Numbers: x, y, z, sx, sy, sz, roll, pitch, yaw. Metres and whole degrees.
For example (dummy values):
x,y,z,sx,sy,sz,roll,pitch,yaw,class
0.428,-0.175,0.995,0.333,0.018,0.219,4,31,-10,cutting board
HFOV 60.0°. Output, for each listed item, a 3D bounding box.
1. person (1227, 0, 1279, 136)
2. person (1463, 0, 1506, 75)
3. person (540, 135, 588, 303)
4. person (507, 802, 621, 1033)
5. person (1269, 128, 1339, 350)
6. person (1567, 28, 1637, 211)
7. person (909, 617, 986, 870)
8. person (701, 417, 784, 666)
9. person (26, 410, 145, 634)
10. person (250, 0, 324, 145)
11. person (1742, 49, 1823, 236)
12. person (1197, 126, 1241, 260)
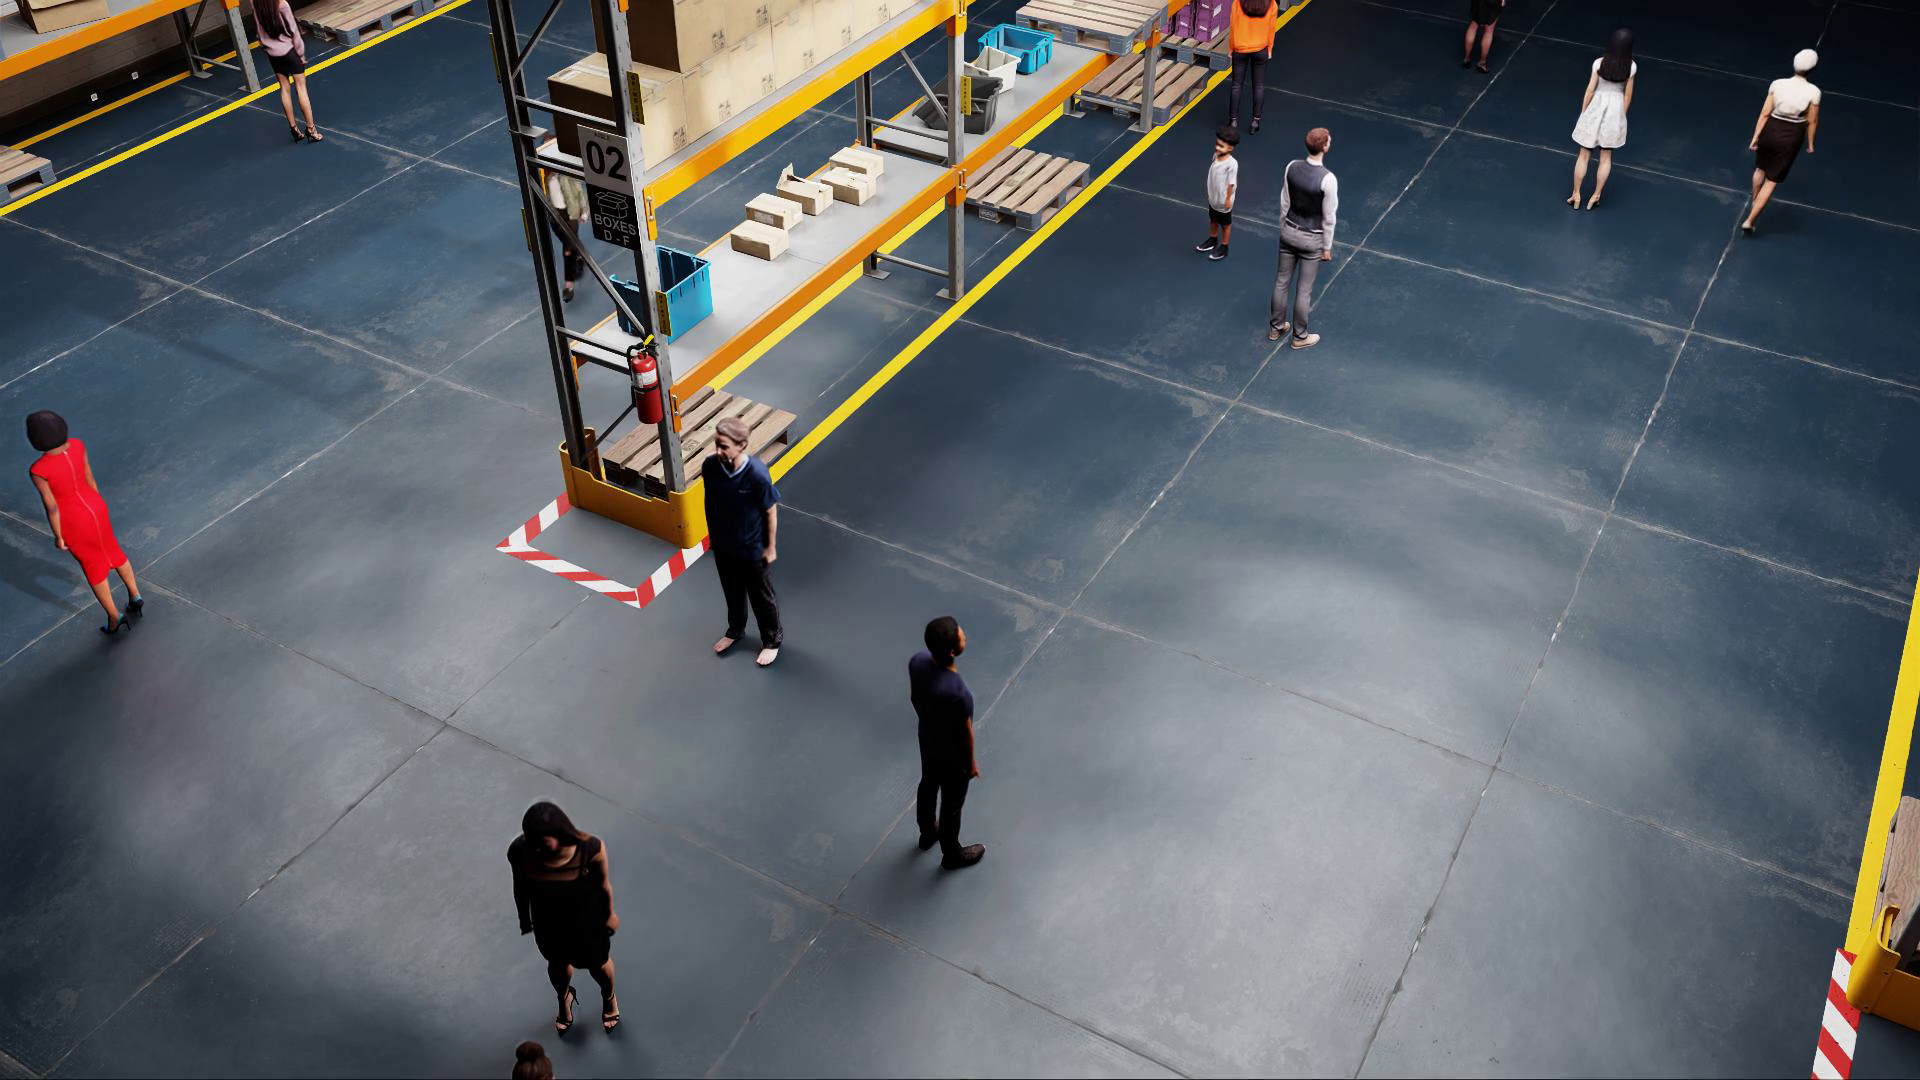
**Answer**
x,y,z,sx,sy,sz,roll,pitch,yaw,class
2.982,-5.022,17.082,0.699,1.748,0.688,4,39,5,person
5.824,-6.000,18.340,0.589,1.706,0.637,-31,48,-33,person
-3.494,-2.894,14.665,0.870,1.439,1.099,3,39,4,person
-1.978,1.917,8.419,0.764,1.716,0.775,0,39,0,person
2.843,-2.514,13.789,0.717,1.938,0.647,32,48,34,person
6.088,-3.979,15.754,0.703,1.774,0.703,12,40,14,person
-0.098,1.138,9.333,0.661,1.793,0.709,-27,46,-29,person
-1.402,0.004,10.689,0.682,1.871,0.563,15,41,18,person
-5.769,-0.121,10.949,0.658,1.744,0.486,13,40,16,person
-6.860,-4.912,16.894,0.670,1.810,0.625,8,39,10,person
7.522,-3.613,15.337,1.025,1.724,0.794,-31,48,-33,person
2.394,-3.183,15.173,0.588,1.257,0.555,-23,44,-26,person
